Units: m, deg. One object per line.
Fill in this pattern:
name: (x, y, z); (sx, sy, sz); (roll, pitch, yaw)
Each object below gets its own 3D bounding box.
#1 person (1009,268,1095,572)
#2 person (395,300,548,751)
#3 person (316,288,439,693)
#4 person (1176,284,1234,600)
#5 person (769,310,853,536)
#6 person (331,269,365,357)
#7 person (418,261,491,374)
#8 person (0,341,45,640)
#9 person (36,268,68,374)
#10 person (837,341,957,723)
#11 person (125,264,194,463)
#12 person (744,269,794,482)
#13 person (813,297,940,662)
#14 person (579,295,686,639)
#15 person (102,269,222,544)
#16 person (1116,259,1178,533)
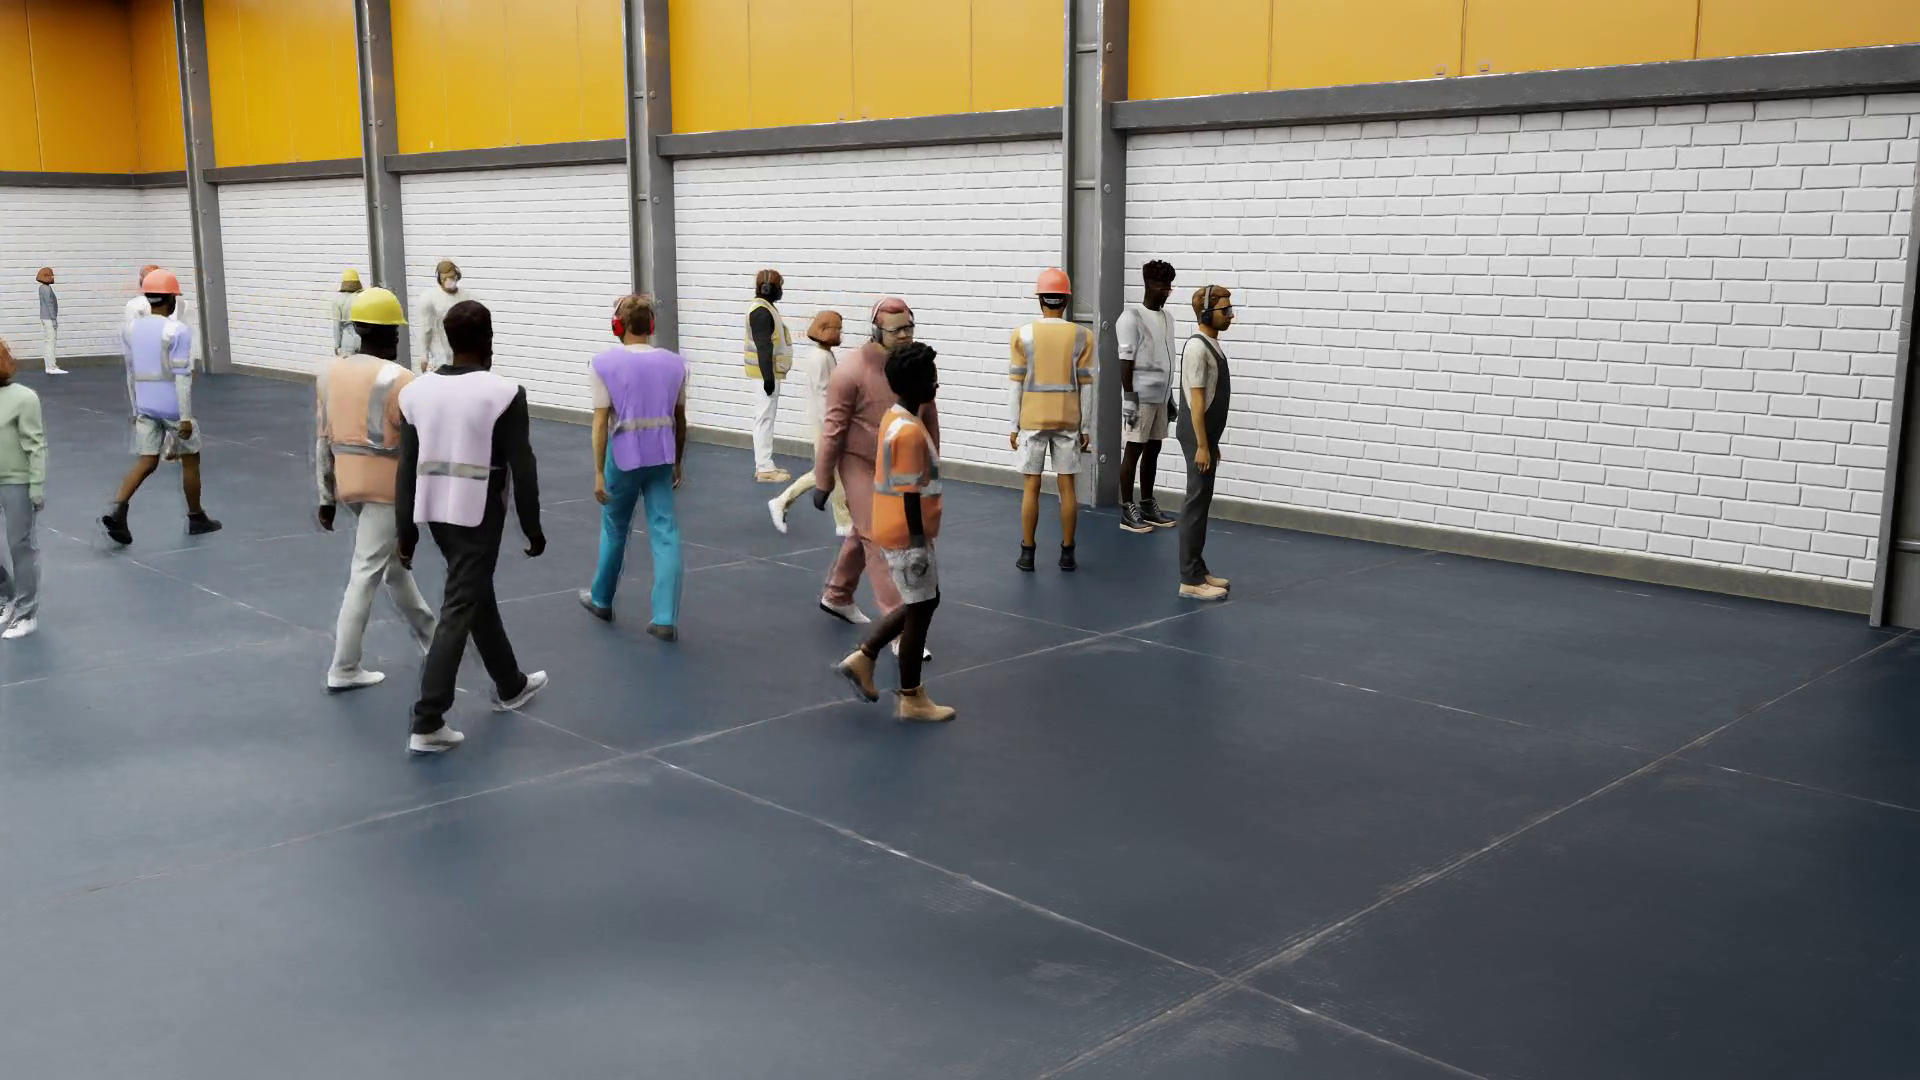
person: (0.576, -0.754, 10.575); (0.540, 1.931, 0.377); (-1, 10, -3)
person: (-2.100, -0.083, 7.109); (0.575, 1.860, 1.031); (4, 11, 22)
person: (-2.716, -0.259, 7.991); (0.608, 1.872, 0.982); (6, 12, 29)
person: (1.454, -0.578, 9.829); (0.344, 1.847, 0.505); (3, 11, 14)
person: (-0.988, -0.811, 11.705); (0.655, 1.613, 0.511); (1, 10, 7)
person: (-7.117, -2.312, 19.568); (0.492, 1.740, 0.325); (-6, 12, -30)
person: (-5.006, -1.828, 16.577); (0.923, 1.875, 0.704); (8, 13, 39)
person: (-5.082, -0.276, 8.770); (0.529, 1.618, 0.344); (0, 10, 2)
person: (-14.063, -3.386, 25.718); (0.282, 1.633, 0.500); (-9, 13, -39)
person: (-0.258, -0.022, 7.233); (0.431, 1.679, 0.543); (-1, 10, -6)
person: (-7.381, -1.618, 15.452); (0.597, 1.871, 0.588); (10, 14, 44)
person: (-1.661, -1.427, 14.488); (0.430, 1.838, 0.619); (-1, 10, -7)
person: (-0.442, -0.351, 8.670); (1.062, 1.838, 0.685); (10, 14, 42)
person: (-1.767, -0.405, 8.981); (0.591, 1.798, 0.918); (-7, 12, -34)
person: (-5.611, -0.924, 11.574); (0.556, 1.909, 0.898); (3, 11, 17)
person: (1.375, -1.043, 12.054); (0.380, 1.959, 0.601); (9, 14, 40)
